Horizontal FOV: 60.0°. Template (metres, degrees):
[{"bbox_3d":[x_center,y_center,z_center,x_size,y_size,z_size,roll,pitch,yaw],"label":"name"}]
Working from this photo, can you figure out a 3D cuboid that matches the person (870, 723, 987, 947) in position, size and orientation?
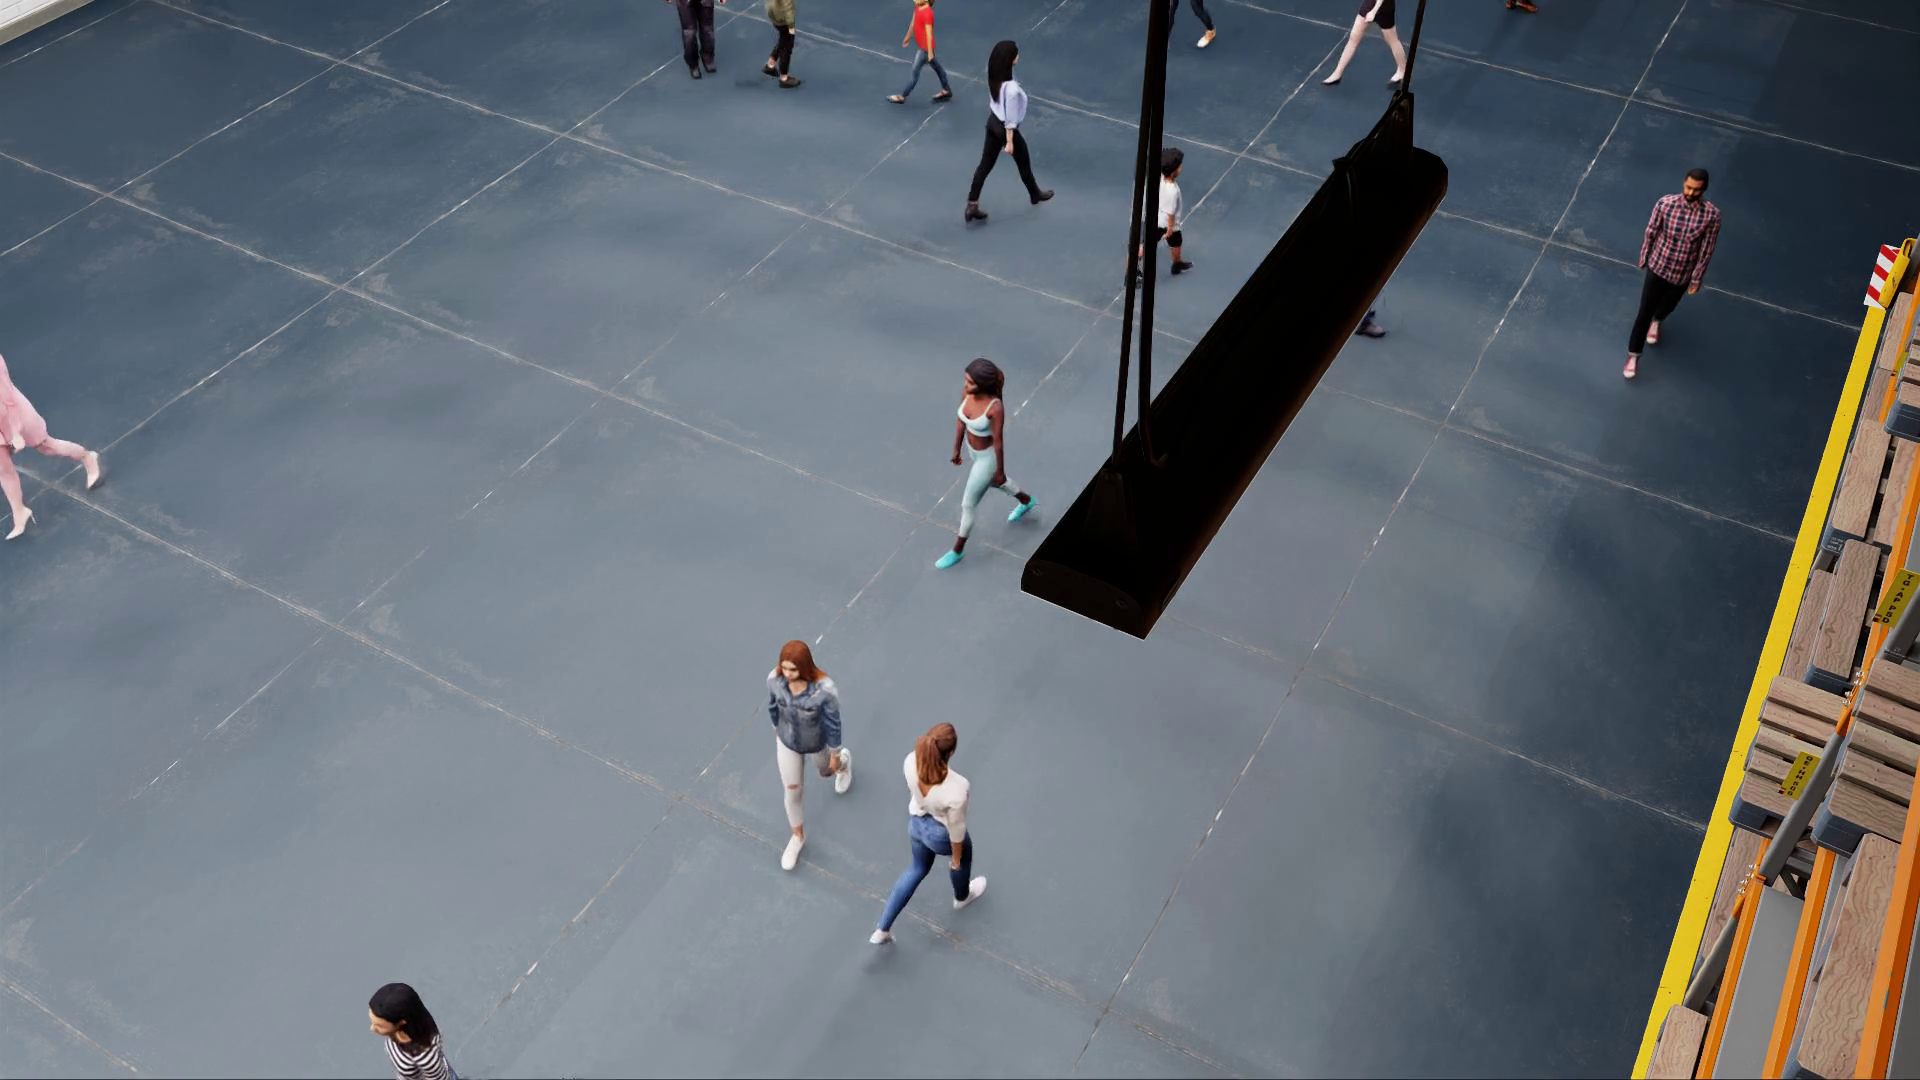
[{"bbox_3d":[-0.197,1.676,9.237,0.771,1.695,1.130,34,53,30],"label":"person"}]

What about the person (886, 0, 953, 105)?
[{"bbox_3d":[-0.275,-4.899,16.441,0.911,1.278,0.880,-8,44,-8],"label":"person"}]

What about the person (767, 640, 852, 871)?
[{"bbox_3d":[-0.866,1.127,9.830,0.816,1.670,1.164,10,45,11],"label":"person"}]

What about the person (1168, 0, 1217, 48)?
[{"bbox_3d":[2.422,-5.821,17.066,1.159,1.750,0.856,-29,51,-27],"label":"person"}]

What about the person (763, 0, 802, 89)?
[{"bbox_3d":[-1.845,-5.221,16.644,0.790,1.464,0.741,-12,45,-12],"label":"person"}]

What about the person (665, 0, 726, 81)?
[{"bbox_3d":[-2.696,-5.565,16.750,0.891,1.815,0.966,-14,45,-15],"label":"person"}]

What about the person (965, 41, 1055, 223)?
[{"bbox_3d":[0.305,-3.564,14.739,1.247,1.692,1.070,-20,47,-19],"label":"person"}]

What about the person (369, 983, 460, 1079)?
[{"bbox_3d":[-2.498,2.662,8.143,0.992,1.775,0.789,-29,51,-27],"label":"person"}]

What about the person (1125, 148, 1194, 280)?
[{"bbox_3d":[1.692,-2.751,14.210,0.935,1.244,0.784,-19,47,-19],"label":"person"}]

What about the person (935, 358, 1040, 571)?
[{"bbox_3d":[0.233,-0.596,11.628,1.241,1.685,0.932,-25,49,-24],"label":"person"}]

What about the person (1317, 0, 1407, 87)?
[{"bbox_3d":[4.255,-5.279,16.477,1.199,1.777,1.141,-10,45,-11],"label":"person"}]

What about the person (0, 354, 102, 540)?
[{"bbox_3d":[-6.698,-0.900,11.895,0.751,1.757,1.168,14,45,15],"label":"person"}]

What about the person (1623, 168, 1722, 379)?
[{"bbox_3d":[5.709,-2.219,13.295,0.784,1.735,1.173,15,46,16],"label":"person"}]
